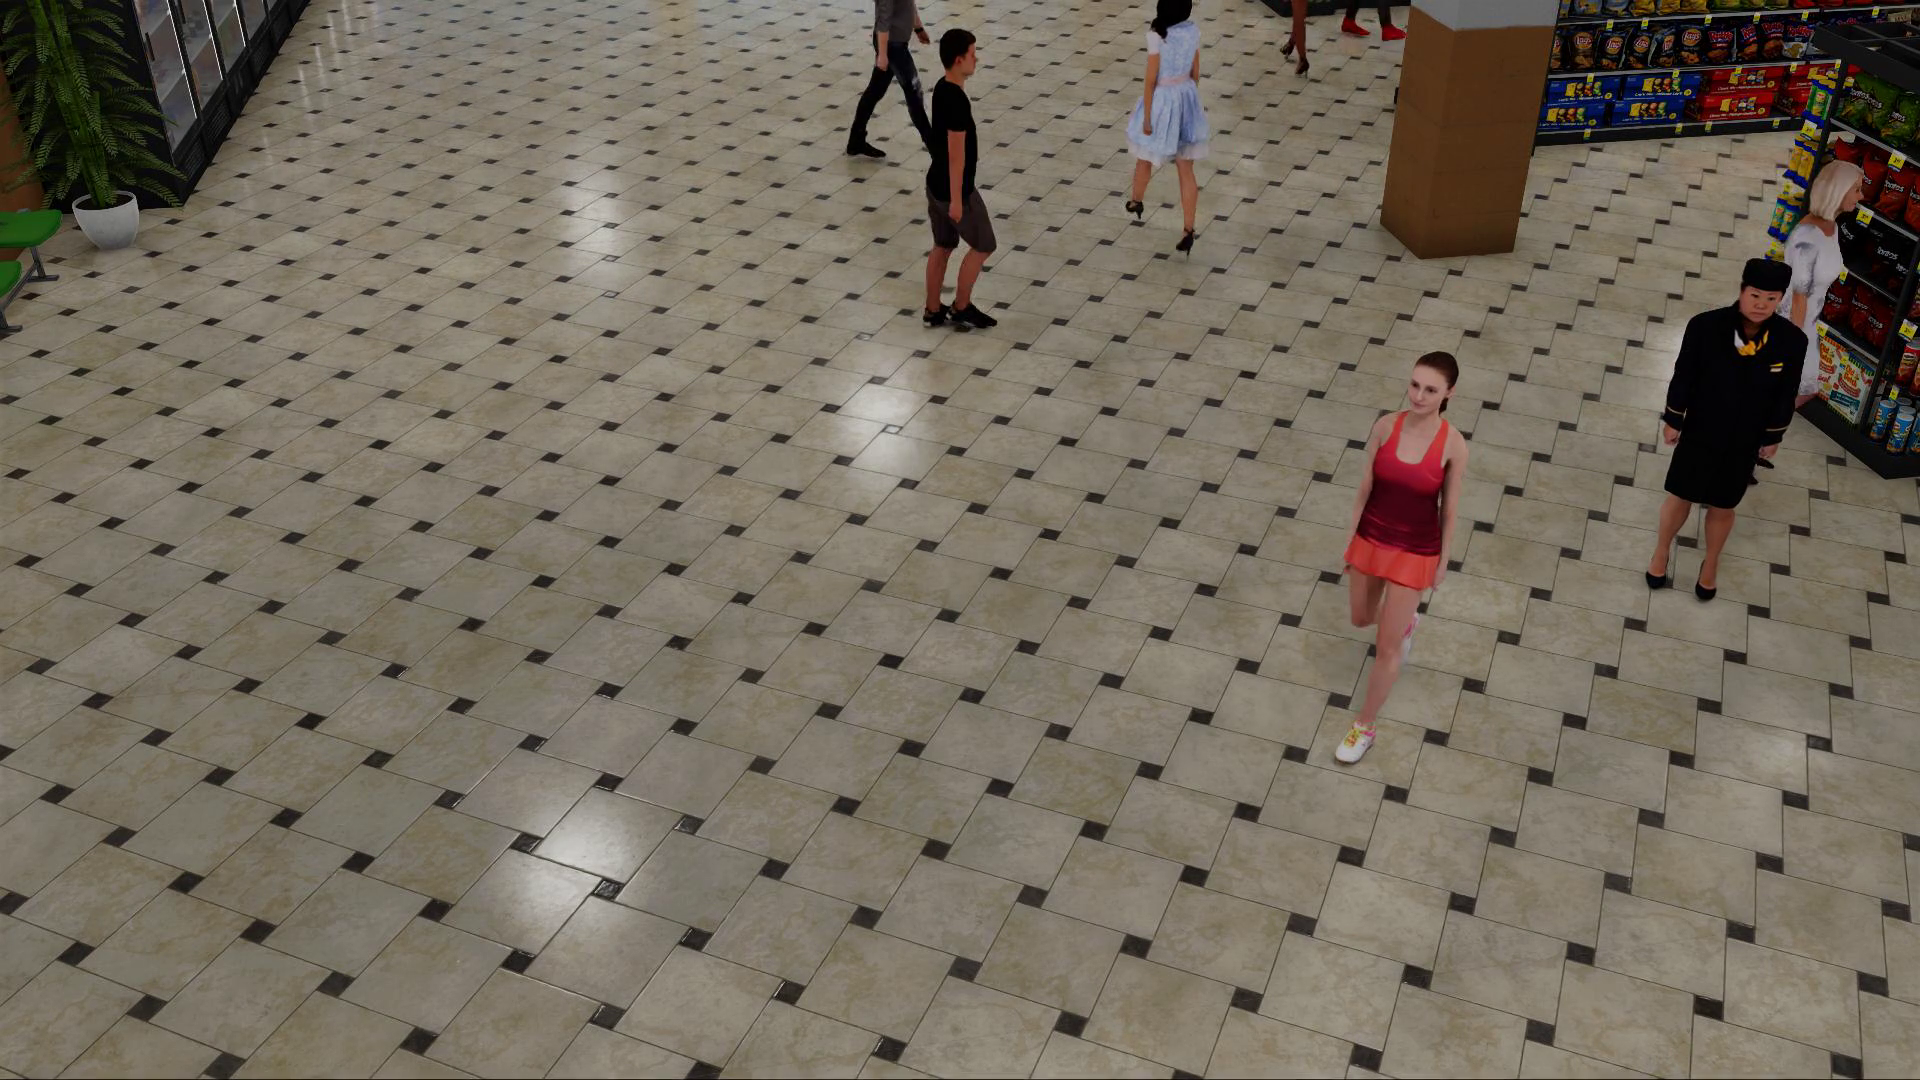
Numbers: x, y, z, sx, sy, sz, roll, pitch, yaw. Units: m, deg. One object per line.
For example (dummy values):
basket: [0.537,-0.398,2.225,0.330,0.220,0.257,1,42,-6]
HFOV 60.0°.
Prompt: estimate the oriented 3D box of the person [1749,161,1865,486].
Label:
person: [4.128,-1.098,8.463,0.668,1.736,0.750,-26,40,-35]

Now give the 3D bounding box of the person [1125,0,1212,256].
person: [1.452,-2.769,11.131,1.174,1.754,0.827,-10,33,-15]

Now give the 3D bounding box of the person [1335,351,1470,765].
person: [1.780,0.014,6.676,0.992,1.735,1.080,21,38,30]

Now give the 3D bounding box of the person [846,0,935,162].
person: [-0.601,-3.758,12.622,1.262,1.858,0.881,1,32,1]

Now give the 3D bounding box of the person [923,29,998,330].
person: [-0.126,-2.128,10.012,0.673,1.848,0.717,-7,33,-11]

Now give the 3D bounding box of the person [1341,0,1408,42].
person: [3.881,-5.683,15.792,1.093,1.778,1.028,20,37,29]

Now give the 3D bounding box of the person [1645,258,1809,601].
person: [3.472,-0.493,7.551,0.761,1.672,0.857,13,34,20]
